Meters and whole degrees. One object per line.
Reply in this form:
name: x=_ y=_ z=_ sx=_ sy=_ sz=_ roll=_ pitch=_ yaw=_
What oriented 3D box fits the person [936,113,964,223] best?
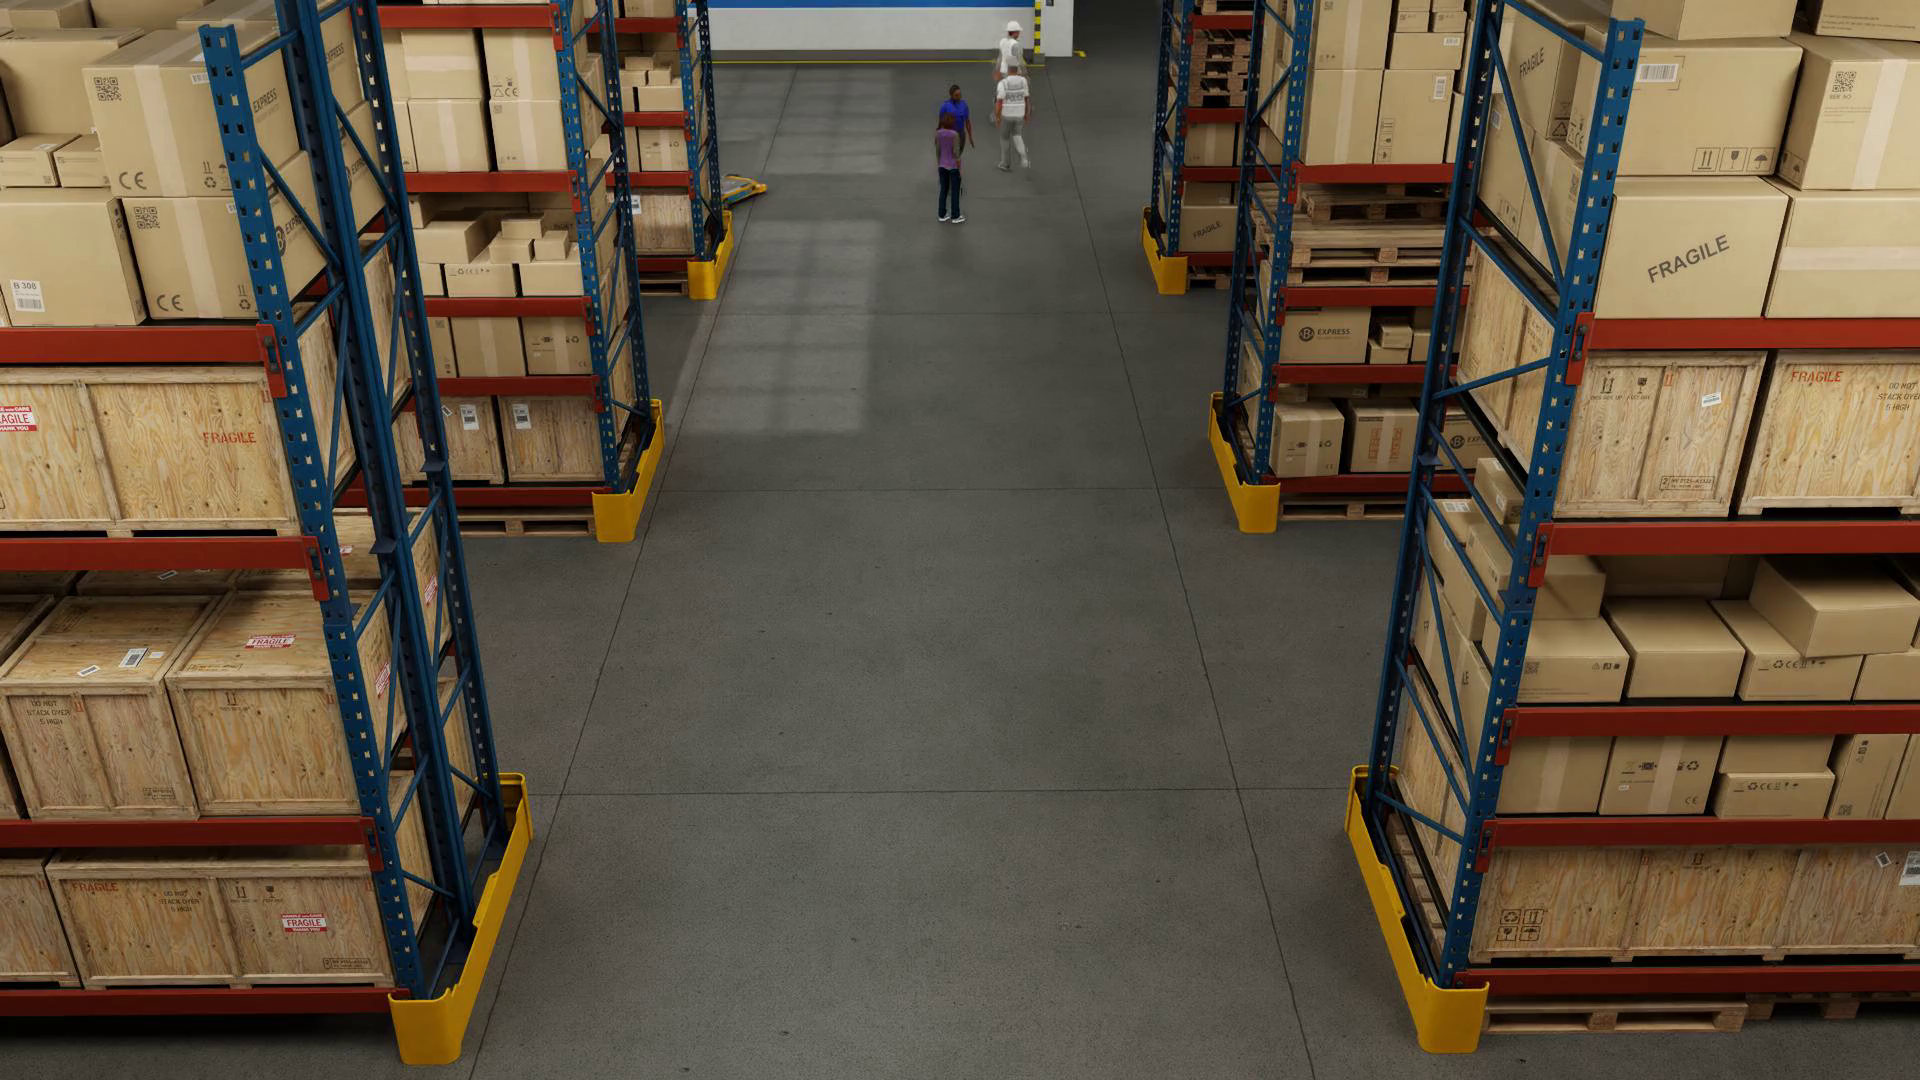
person: x=-0.140 y=-5.409 z=24.145 sx=0.404 sy=1.600 sz=0.341 roll=14 pitch=31 yaw=24

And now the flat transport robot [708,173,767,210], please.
flat transport robot: x=-3.630 y=-5.273 z=25.364 sx=0.659 sy=0.260 sz=1.431 roll=15 pitch=32 yaw=25

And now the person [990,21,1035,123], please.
person: x=0.969 y=-8.230 z=29.227 sx=1.019 sy=1.730 sz=0.578 roll=-13 pitch=31 yaw=-23

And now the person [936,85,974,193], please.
person: x=-0.048 y=-6.119 z=25.375 sx=0.494 sy=1.635 sz=0.810 roll=-13 pitch=31 yaw=-22

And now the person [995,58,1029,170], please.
person: x=0.838 y=-6.751 z=26.433 sx=0.577 sy=1.764 sz=0.616 roll=-12 pitch=30 yaw=-20
